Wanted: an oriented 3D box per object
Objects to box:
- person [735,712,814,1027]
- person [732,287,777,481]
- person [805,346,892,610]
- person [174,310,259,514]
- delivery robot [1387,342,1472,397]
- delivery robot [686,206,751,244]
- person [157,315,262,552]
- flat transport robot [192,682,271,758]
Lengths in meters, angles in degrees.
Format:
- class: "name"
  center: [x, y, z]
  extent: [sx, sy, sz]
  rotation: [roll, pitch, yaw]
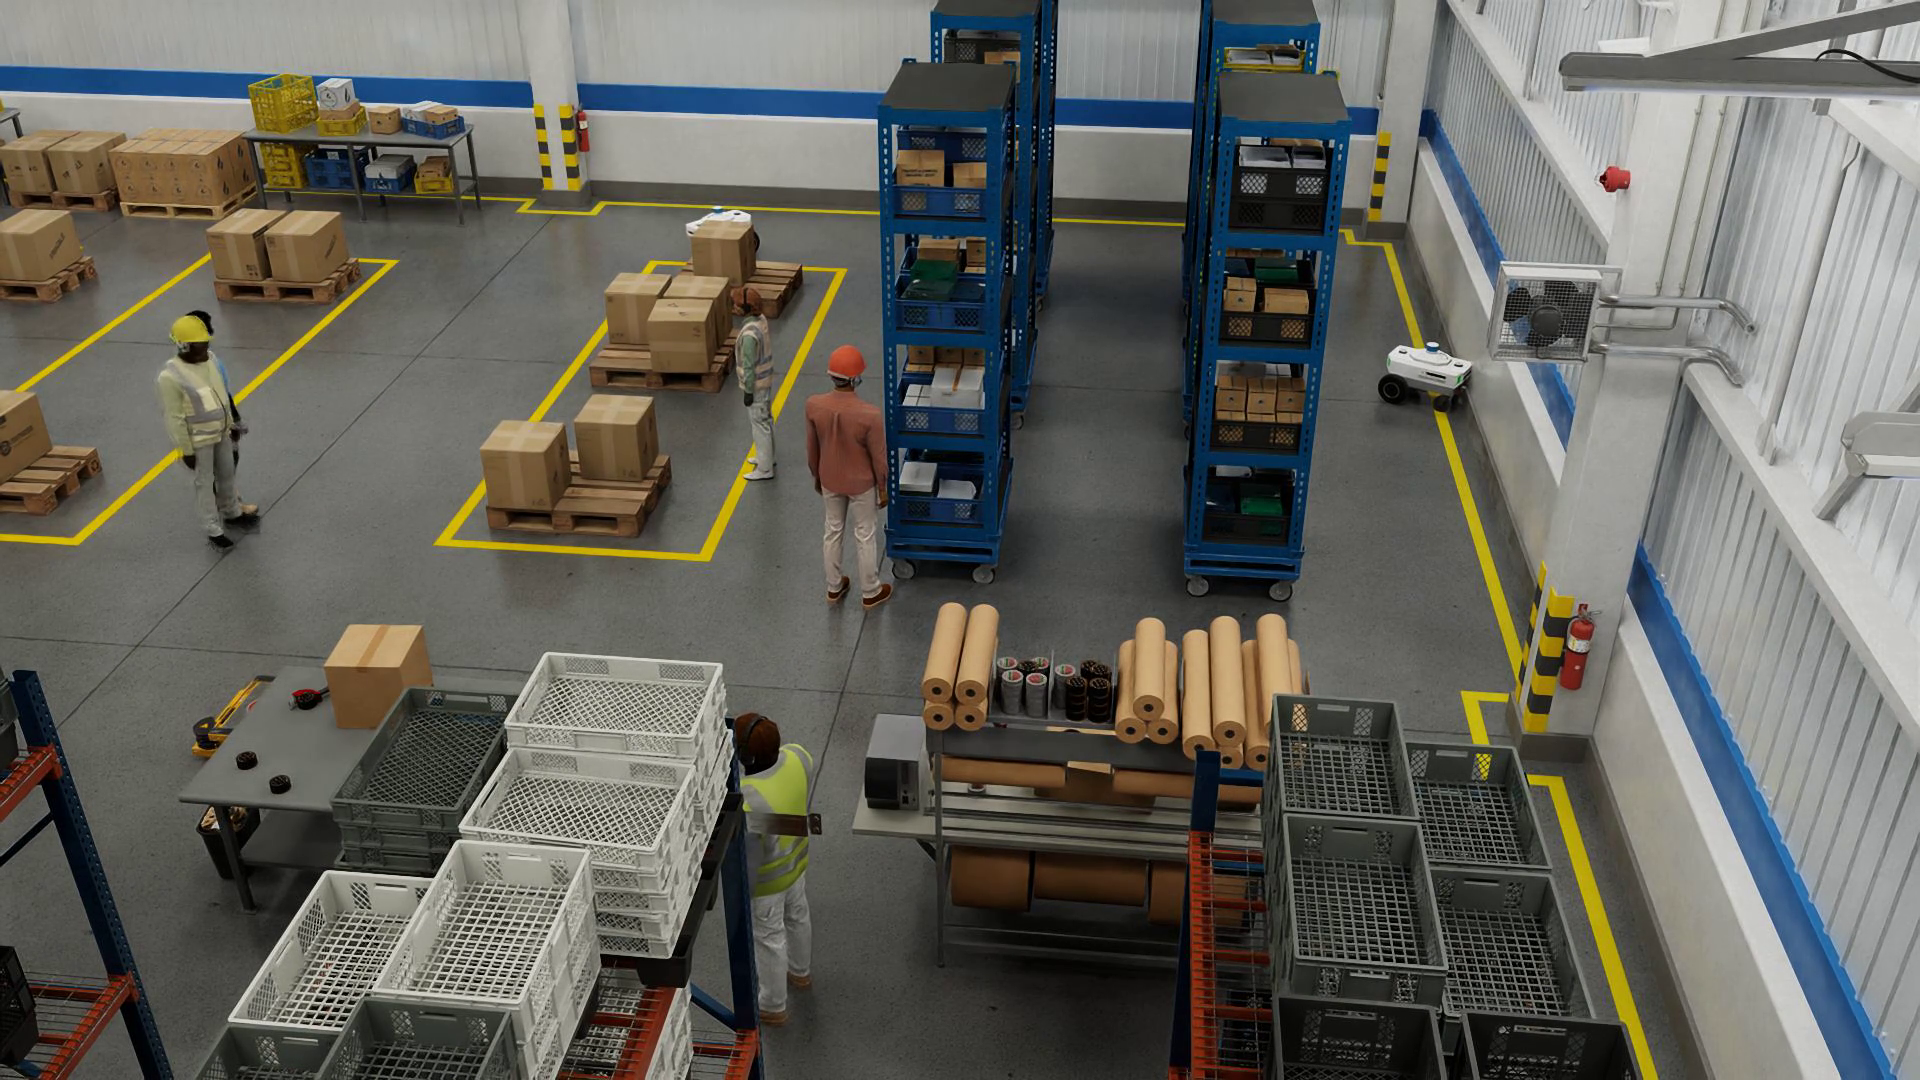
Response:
- class: "person"
  center: [-0.971, 1.631, 8.294]
  extent: [0.429, 1.845, 0.621]
  rotation: [14, 33, 22]
- class: "person"
  center: [-1.656, -1.274, 13.491]
  extent: [0.312, 1.631, 0.508]
  rotation: [2, 30, 3]
- class: "person"
  center: [-0.772, -0.429, 11.684]
  extent: [0.608, 1.995, 0.377]
  rotation: [12, 32, 19]
- class: "person"
  center: [-5.796, -0.967, 12.920]
  extent: [0.548, 1.680, 0.342]
  rotation: [19, 35, 29]
- class: "delivery robot"
  center: [4.207, -1.532, 14.908]
  extent: [0.707, 0.478, 0.477]
  rotation: [19, 35, 29]
- class: "delivery robot"
  center: [-2.623, -3.390, 18.098]
  extent: [0.707, 0.478, 0.477]
  rotation: [-26, 39, -37]
- class: "person"
  center: [-5.665, -0.813, 12.523]
  extent: [0.404, 1.815, 0.613]
  rotation: [6, 31, 10]
- class: "flat transport robot"
  center: [-4.089, 1.163, 10.648]
  extent: [1.431, 0.197, 0.652]
  rotation: [3, 30, 6]
